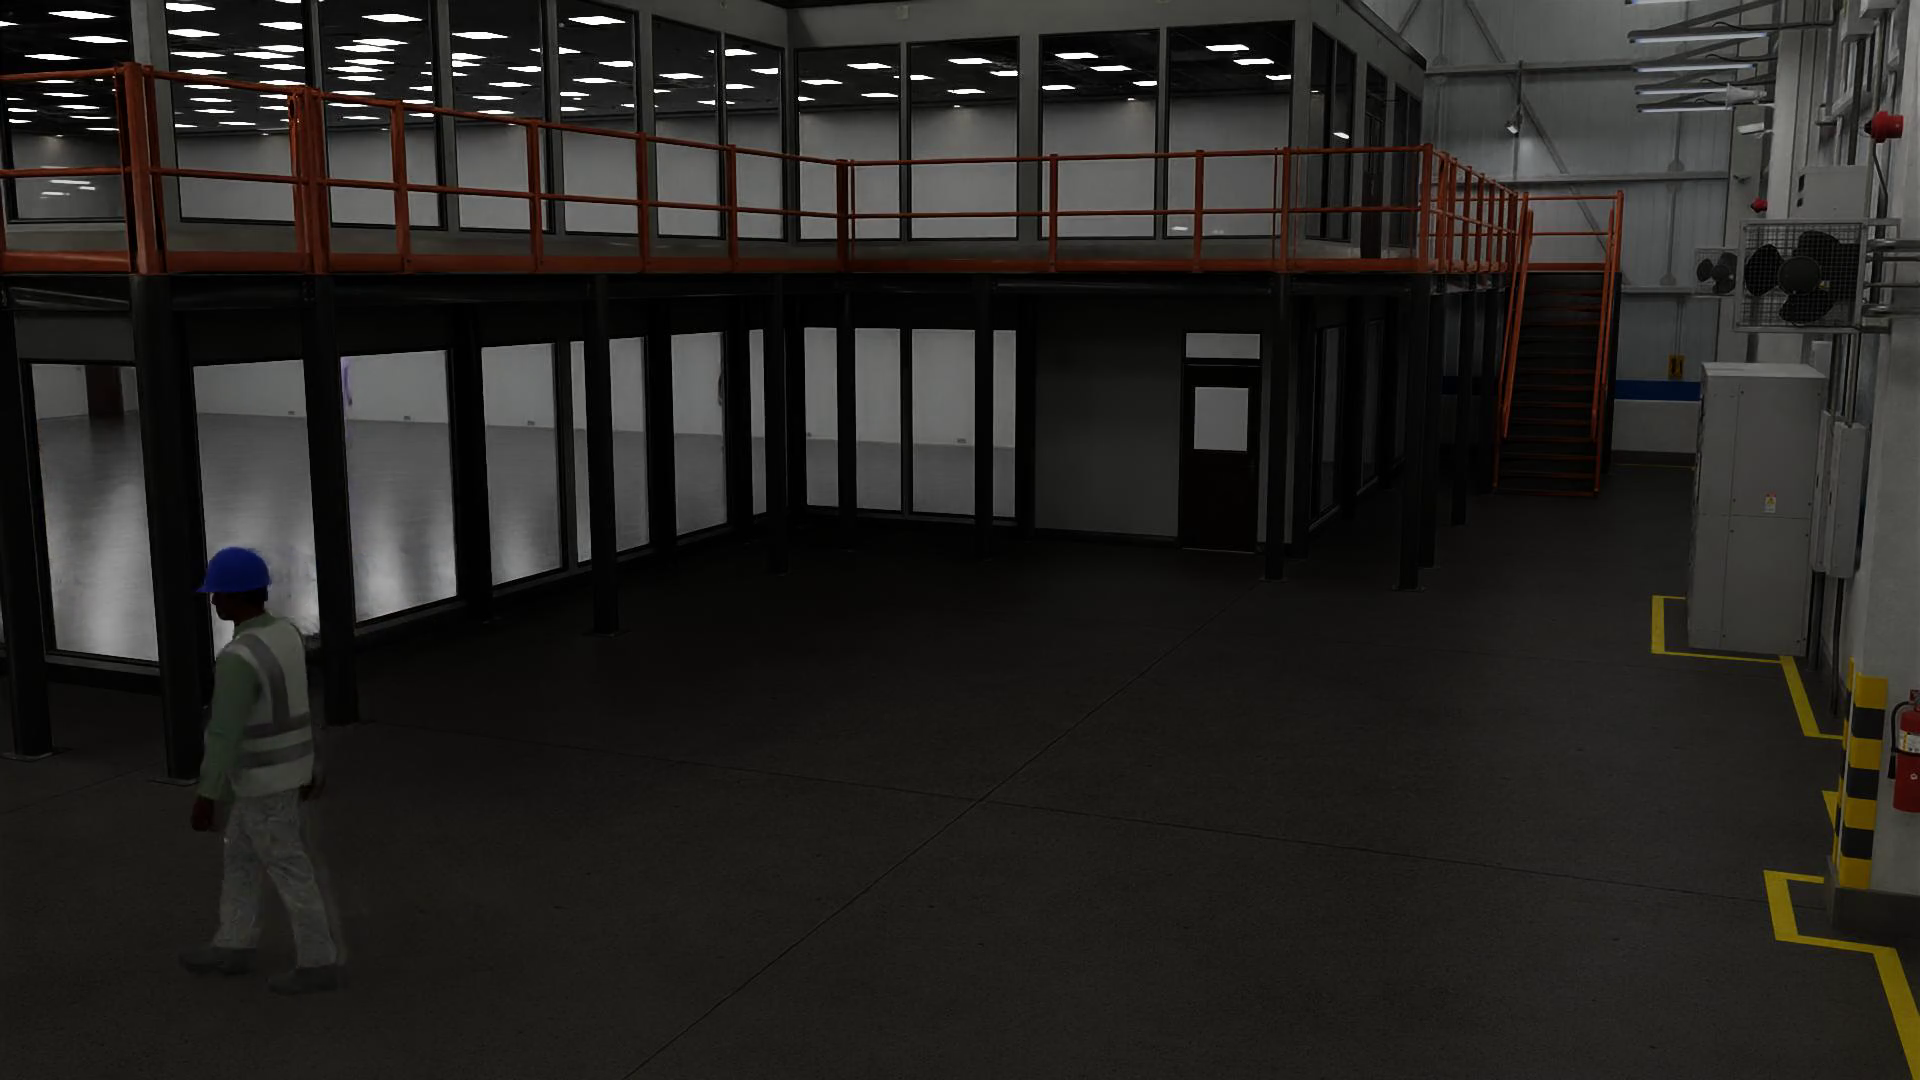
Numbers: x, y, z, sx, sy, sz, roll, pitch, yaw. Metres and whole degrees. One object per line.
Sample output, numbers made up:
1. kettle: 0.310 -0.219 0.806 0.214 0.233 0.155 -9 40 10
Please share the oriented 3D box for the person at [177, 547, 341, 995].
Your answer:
1. person: -3.041 0.984 6.986 0.861 1.911 0.615 -1 9 -4
